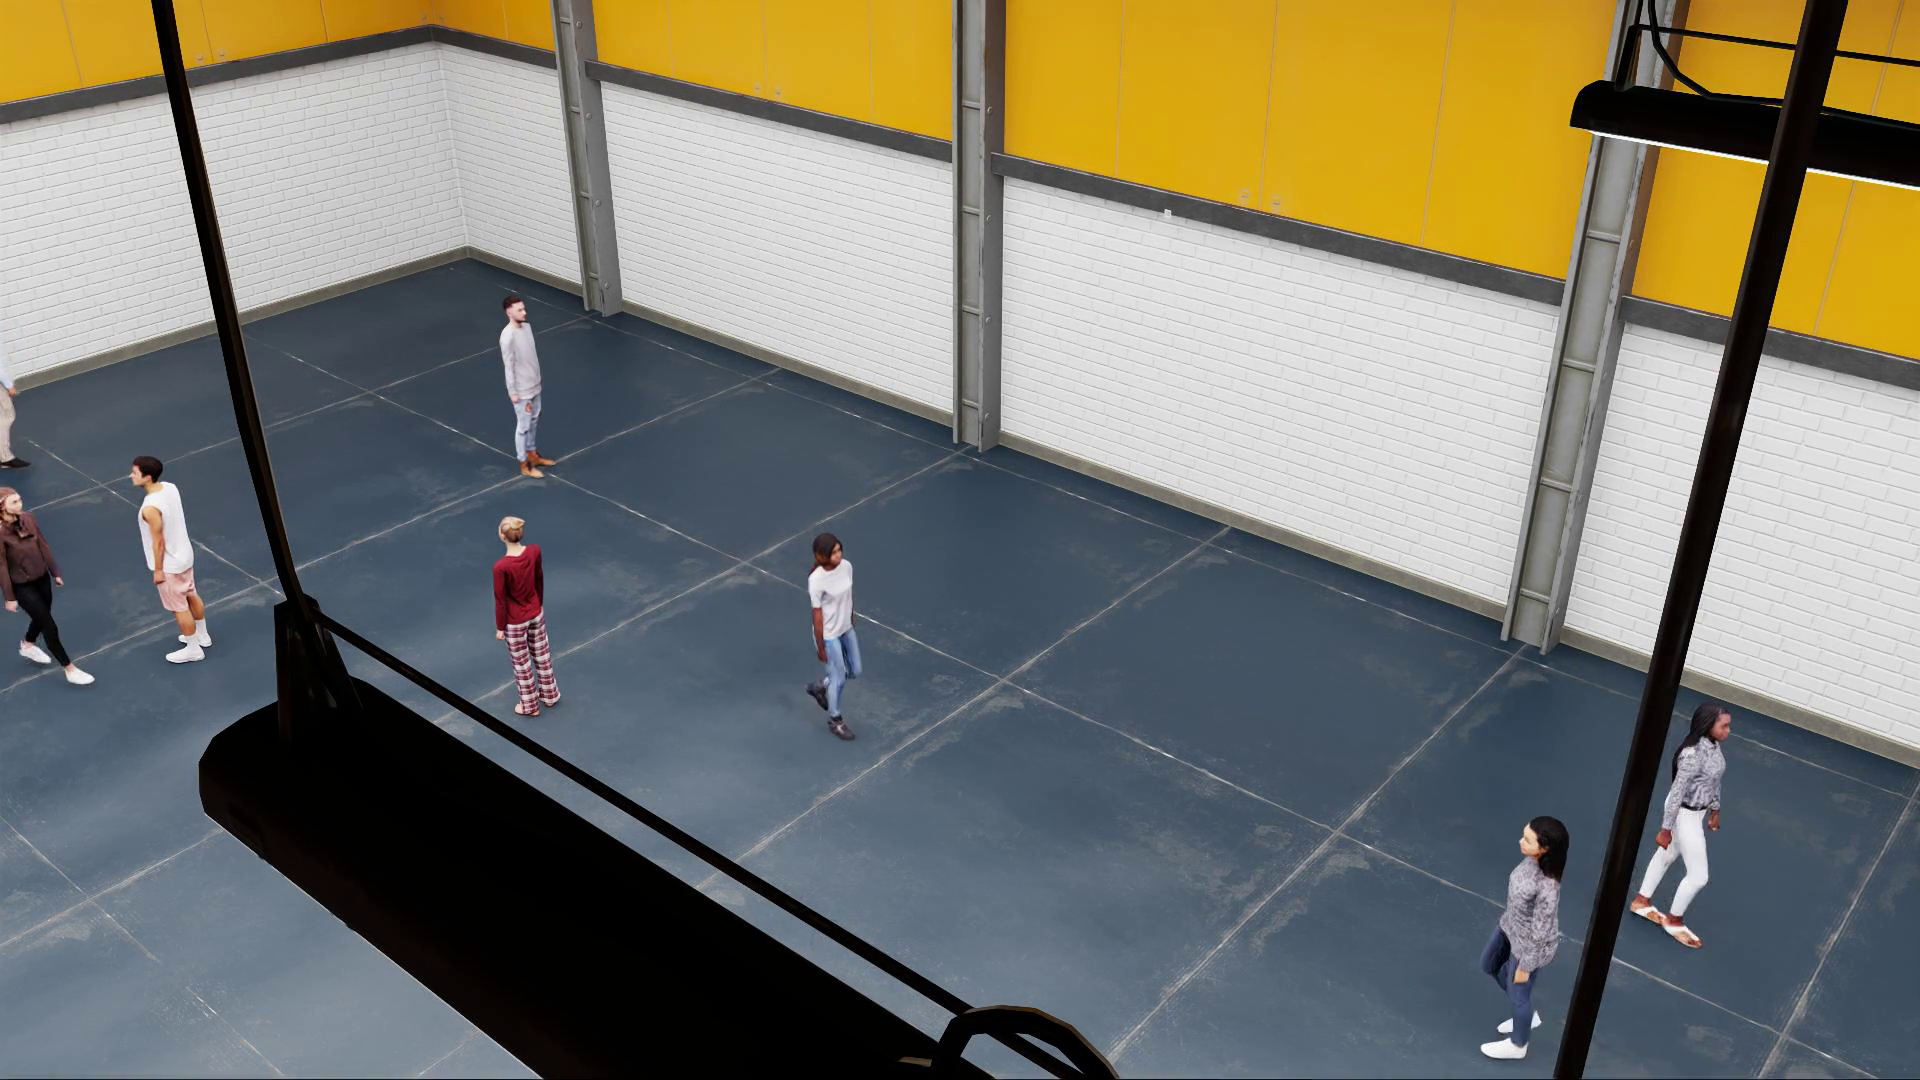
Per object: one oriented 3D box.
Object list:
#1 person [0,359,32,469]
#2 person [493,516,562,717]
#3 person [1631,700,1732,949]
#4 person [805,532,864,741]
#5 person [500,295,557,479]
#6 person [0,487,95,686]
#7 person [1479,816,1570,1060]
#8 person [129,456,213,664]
[{"bbox_3d":[-9.680,-1.606,16.479,0.547,1.807,0.994,9,30,16],"label":"person"},{"bbox_3d":[-3.321,0.564,12.614,0.521,1.699,0.638,19,34,30],"label":"person"},{"bbox_3d":[4.491,1.716,10.488,0.725,1.712,0.642,24,37,37],"label":"person"},{"bbox_3d":[-0.991,0.687,12.378,0.744,1.708,0.615,19,34,31],"label":"person"},{"bbox_3d":[-4.275,-1.529,16.304,0.728,1.839,0.760,6,29,11],"label":"person"},{"bbox_3d":[-7.338,0.343,13.045,1.118,1.674,0.901,7,29,13],"label":"person"},{"bbox_3d":[3.313,2.276,9.455,0.804,1.719,0.768,4,29,7],"label":"person"},{"bbox_3d":[-6.306,0.139,13.296,0.779,1.792,0.731,-1,29,-2],"label":"person"}]
